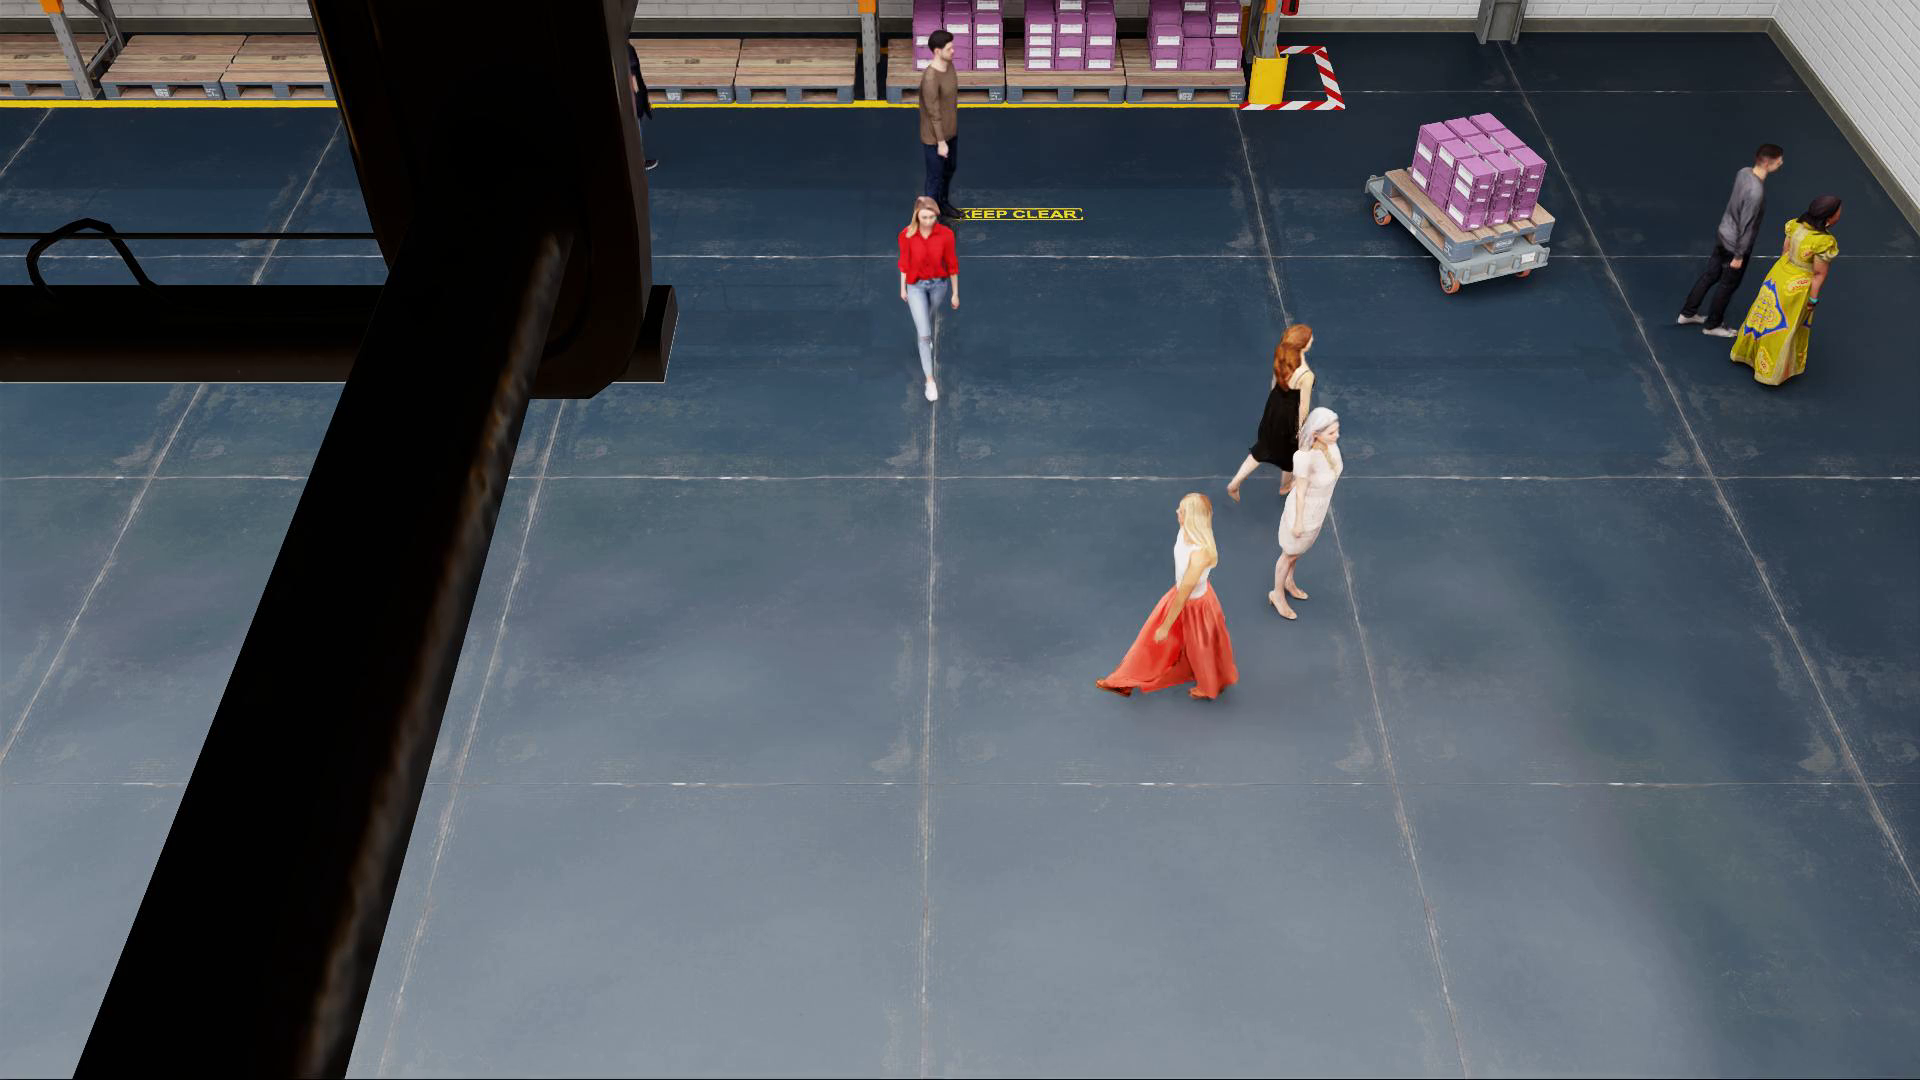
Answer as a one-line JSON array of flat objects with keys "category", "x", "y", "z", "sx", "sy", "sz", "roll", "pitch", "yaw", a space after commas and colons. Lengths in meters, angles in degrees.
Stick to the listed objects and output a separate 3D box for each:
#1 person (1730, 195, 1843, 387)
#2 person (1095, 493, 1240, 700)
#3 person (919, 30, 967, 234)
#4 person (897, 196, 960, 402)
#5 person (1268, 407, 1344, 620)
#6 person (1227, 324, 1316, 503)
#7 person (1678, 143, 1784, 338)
[{"category": "person", "x": 6.600, "y": -2.004, "z": 13.166, "sx": 0.873, "sy": 1.660, "sz": 0.928, "roll": -10, "pitch": 44, "yaw": -10}, {"category": "person", "x": 1.567, "y": 0.422, "z": 10.549, "sx": 1.222, "sy": 1.757, "sz": 0.749, "roll": -6, "pitch": 44, "yaw": -6}, {"category": "person", "x": -0.215, "y": -3.622, "z": 14.699, "sx": 0.739, "sy": 1.887, "sz": 0.746, "roll": 16, "pitch": 46, "yaw": 16}, {"category": "person", "x": -0.263, "y": -2.039, "z": 13.210, "sx": 1.147, "sy": 1.649, "sz": 0.816, "roll": -7, "pitch": 44, "yaw": -7}, {"category": "person", "x": 2.321, "y": -0.196, "z": 11.213, "sx": 0.716, "sy": 1.735, "sz": 0.692, "roll": 24, "pitch": 48, "yaw": 23}, {"category": "person", "x": 2.287, "y": -0.877, "z": 12.026, "sx": 1.024, "sy": 1.601, "sz": 0.865, "roll": -22, "pitch": 48, "yaw": -21}, {"category": "person", "x": 6.283, "y": -2.445, "z": 13.553, "sx": 0.661, "sy": 1.764, "sz": 0.622, "roll": 1, "pitch": 44, "yaw": 1}]
